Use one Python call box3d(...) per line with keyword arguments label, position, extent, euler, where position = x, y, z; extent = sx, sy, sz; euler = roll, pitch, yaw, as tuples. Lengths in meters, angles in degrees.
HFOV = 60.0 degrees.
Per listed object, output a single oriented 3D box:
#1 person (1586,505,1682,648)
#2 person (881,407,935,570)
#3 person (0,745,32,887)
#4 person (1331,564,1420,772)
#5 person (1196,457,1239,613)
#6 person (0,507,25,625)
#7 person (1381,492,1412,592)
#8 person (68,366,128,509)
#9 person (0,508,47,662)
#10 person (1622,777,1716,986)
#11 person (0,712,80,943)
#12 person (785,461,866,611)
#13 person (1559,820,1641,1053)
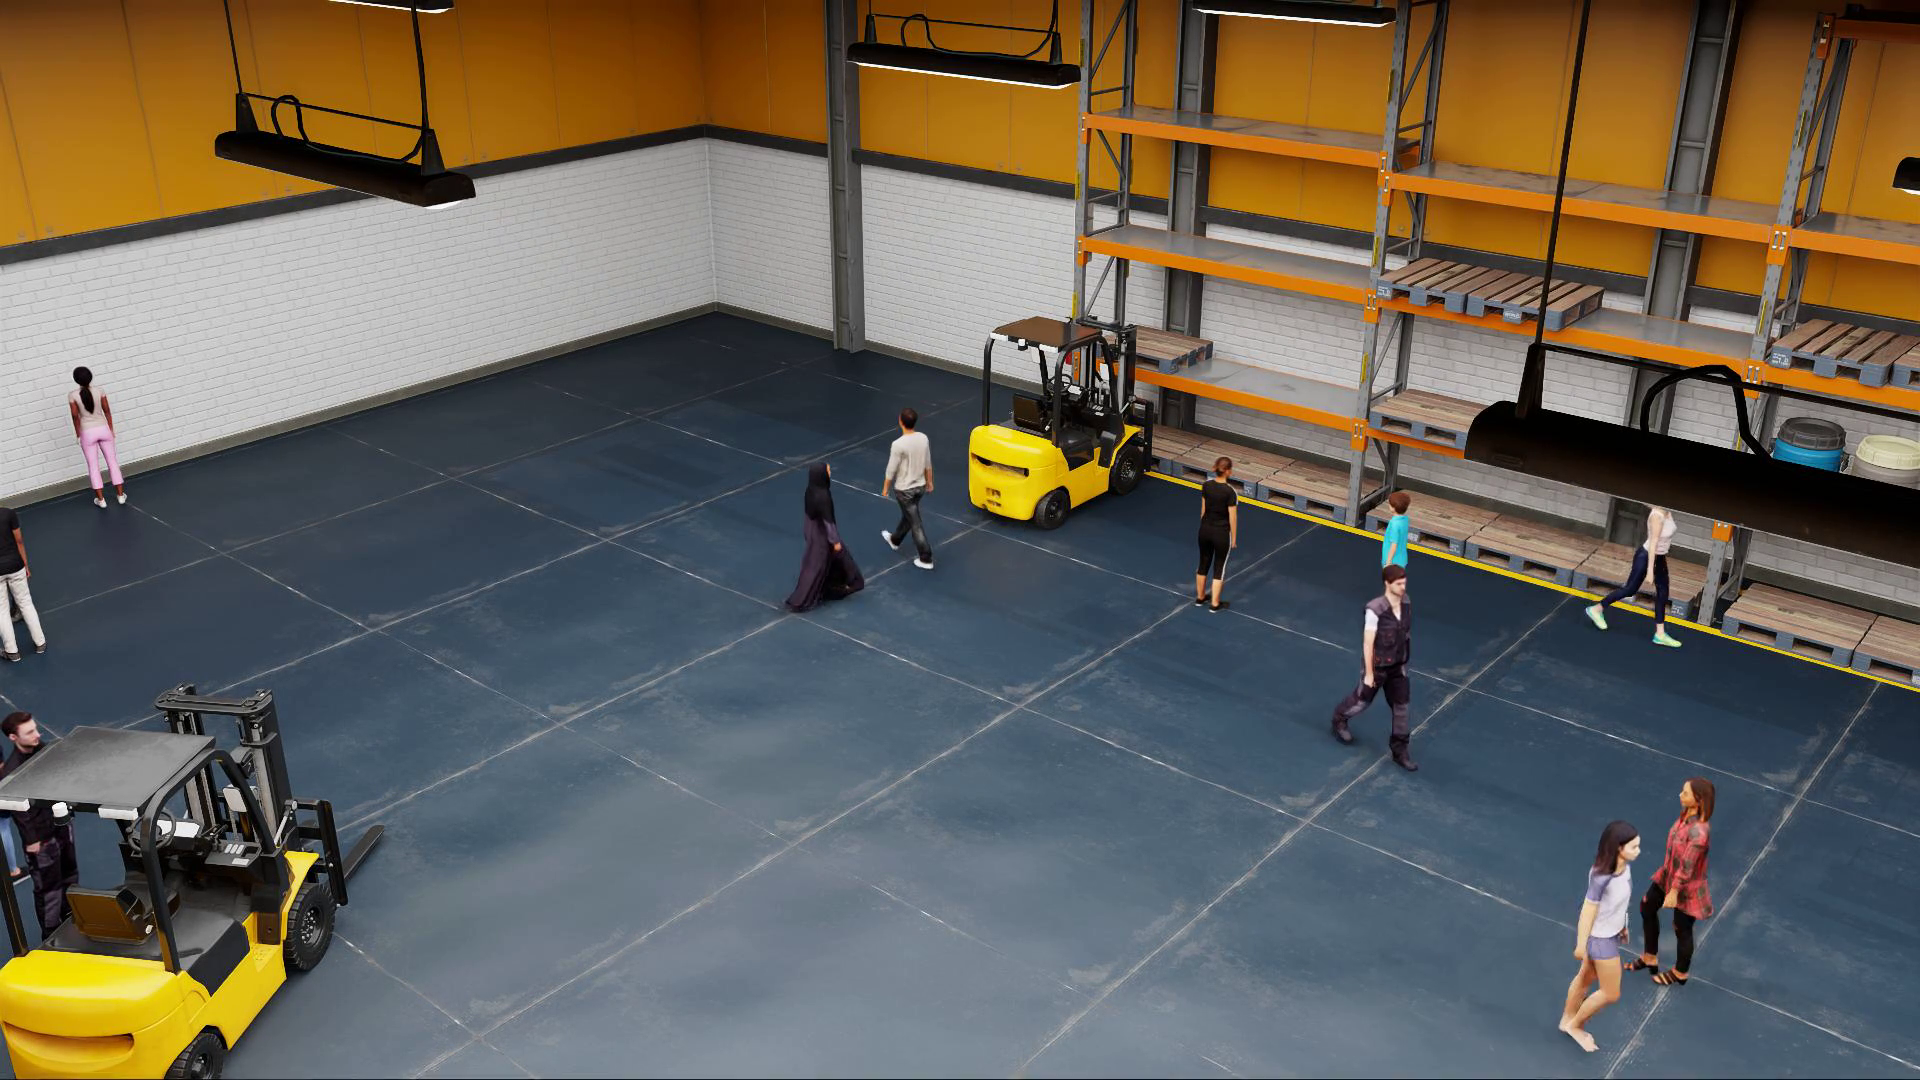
box3d(label="person", position=(6.709, 0.214, 16.416), extent=(1.158, 1.668, 0.619), euler=(18, 30, 36))
box3d(label="person", position=(-0.474, -0.522, 17.964), extent=(0.772, 1.776, 1.144), euler=(-20, 31, -38))
box3d(label="person", position=(-7.432, 1.866, 12.618), extent=(0.669, 1.683, 0.776), euler=(4, 24, 8))
box3d(label="person", position=(3.580, 1.037, 14.360), extent=(0.968, 1.807, 1.280), euler=(-13, 27, -27))
box3d(label="person", position=(2.621, -0.068, 17.061), extent=(0.472, 1.669, 0.648), euler=(21, 31, 39))
box3d(label="person", position=(-9.723, 0.209, 16.870), extent=(0.555, 1.312, 0.447), euler=(-18, 29, -35))
box3d(label="person", position=(4.385, 0.189, 16.746), extent=(0.504, 1.448, 0.546), euler=(14, 27, 29))
box3d(label="person", position=(-10.208, -1.236, 19.646), extent=(0.615, 1.737, 0.586), euler=(-17, 29, -34))
box3d(label="person", position=(-9.236, 0.304, 16.041), extent=(0.675, 1.803, 0.628), euler=(-21, 31, -40))
box3d(label="person", position=(5.052, 2.379, 11.437), extent=(0.836, 1.688, 0.782), euler=(4, 24, 9))
box3d(label="person", position=(-6.523, 2.065, 11.876), extent=(0.823, 1.912, 0.772), euler=(-1, 24, -3))
box3d(label="person", position=(-1.503, -0.041, 17.071), extent=(1.042, 1.611, 1.141), euler=(-8, 25, -18))
box3d(label="person", position=(4.140, 2.569, 10.963), extent=(0.592, 1.721, 0.595), euler=(16, 28, 33))
